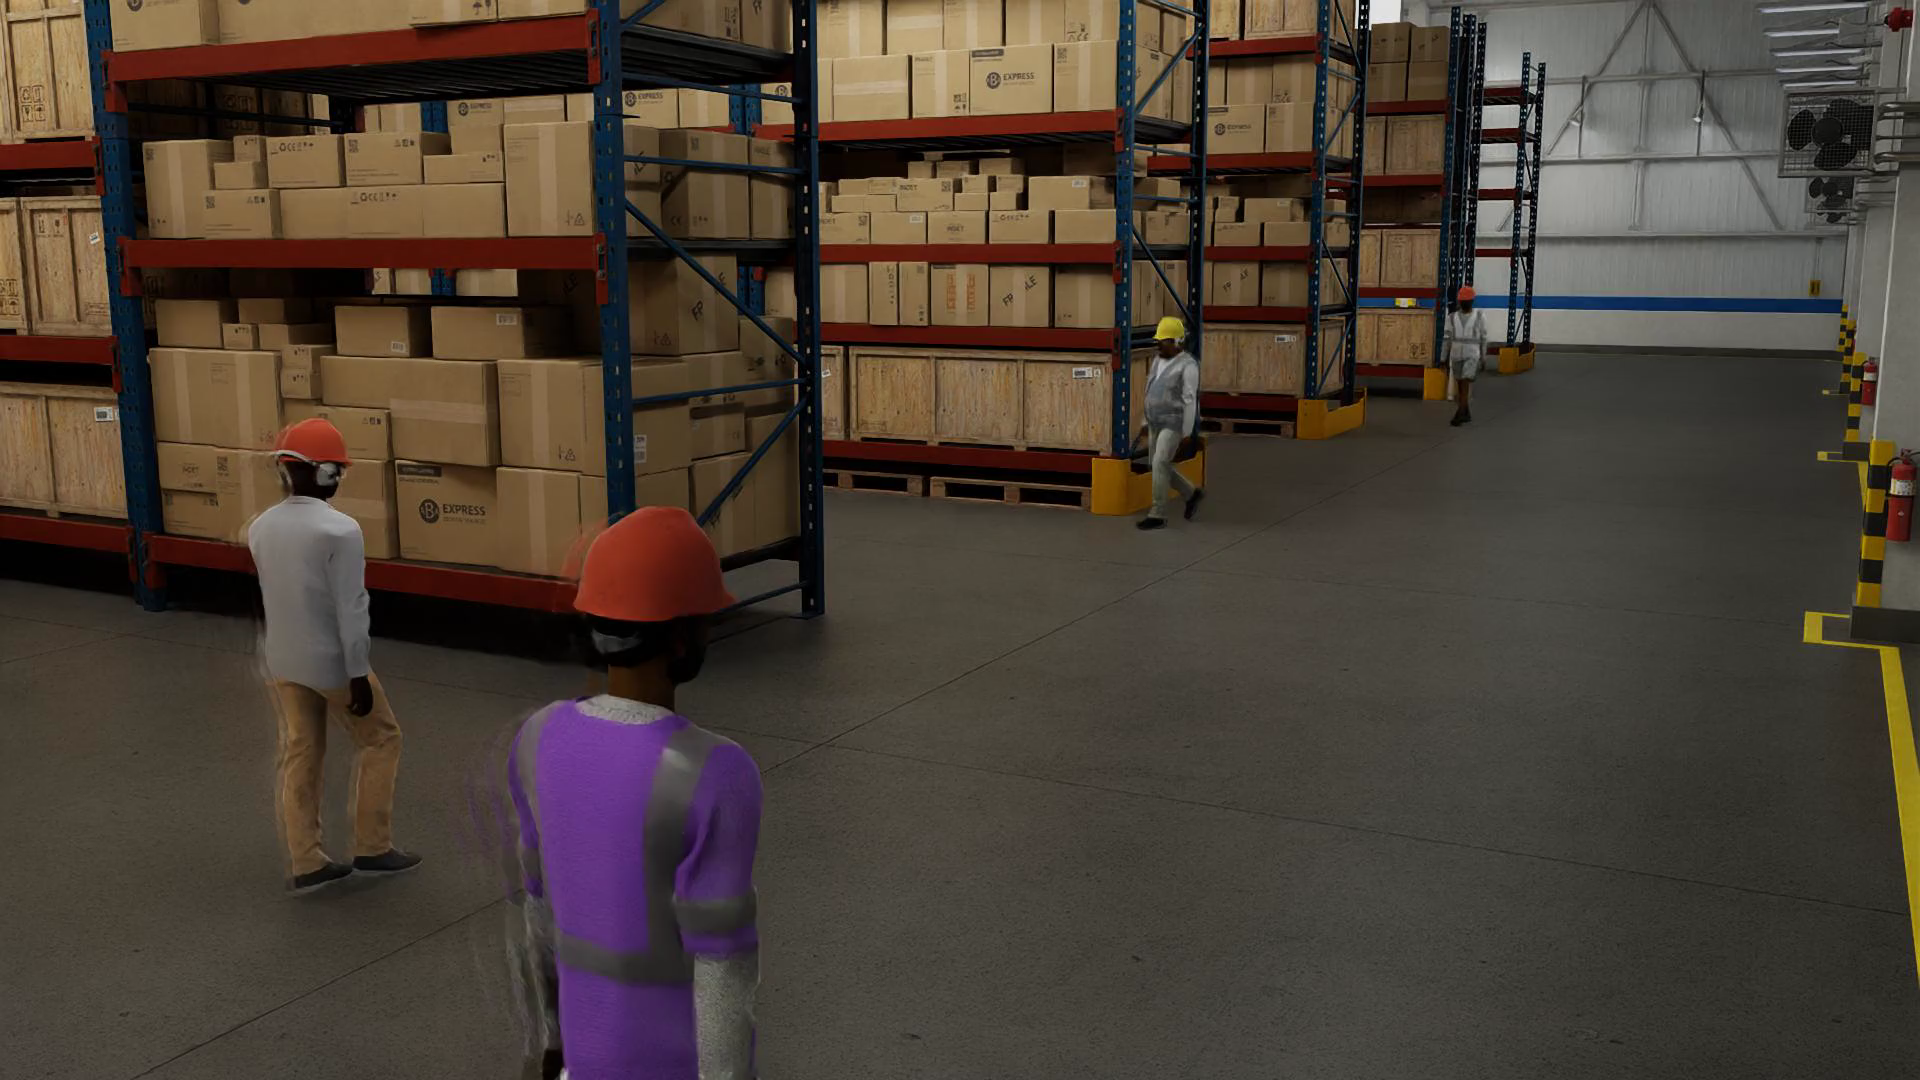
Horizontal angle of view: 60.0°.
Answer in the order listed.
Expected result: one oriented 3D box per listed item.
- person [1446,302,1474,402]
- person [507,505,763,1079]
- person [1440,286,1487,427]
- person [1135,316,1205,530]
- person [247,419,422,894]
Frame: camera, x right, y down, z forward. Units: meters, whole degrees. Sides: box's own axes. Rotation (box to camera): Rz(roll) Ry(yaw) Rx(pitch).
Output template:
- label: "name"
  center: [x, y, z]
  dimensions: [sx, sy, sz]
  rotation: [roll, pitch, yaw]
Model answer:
- label: "person"
  center: [7.878, -2.972, 26.079]
  dimensions: [0.542, 1.632, 0.315]
  rotation: [6, 11, 31]
- label: "person"
  center: [-0.592, 0.893, 2.907]
  dimensions: [0.551, 1.911, 0.899]
  rotation: [6, 12, 32]
- label: "person"
  center: [6.846, -2.500, 22.613]
  dimensions: [0.566, 1.886, 1.012]
  rotation: [6, 12, 32]
- label: "person"
  center: [1.807, -1.001, 14.148]
  dimensions: [0.719, 1.803, 0.599]
  rotation: [-4, 11, -23]
- label: "person"
  center: [-2.288, 0.419, 6.136]
  dimensions: [0.586, 1.730, 0.595]
  rotation: [6, 11, 30]
